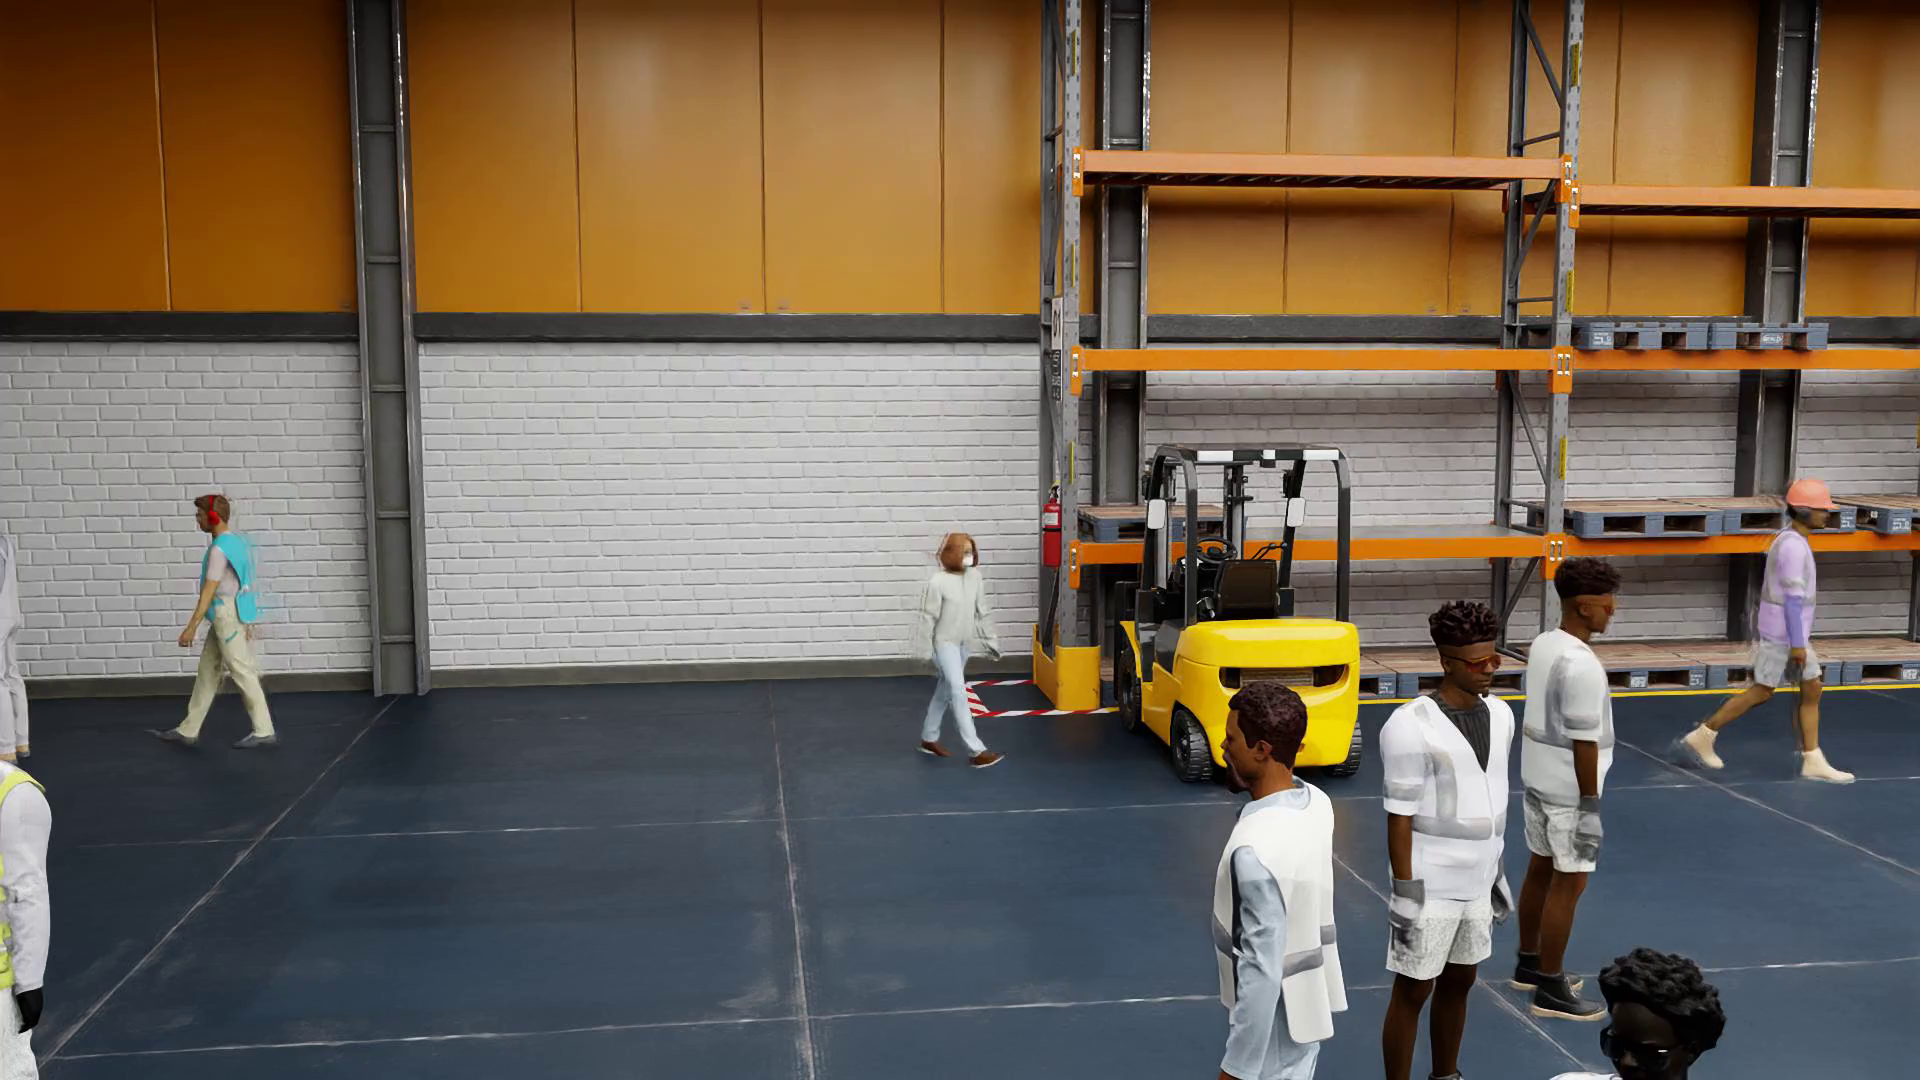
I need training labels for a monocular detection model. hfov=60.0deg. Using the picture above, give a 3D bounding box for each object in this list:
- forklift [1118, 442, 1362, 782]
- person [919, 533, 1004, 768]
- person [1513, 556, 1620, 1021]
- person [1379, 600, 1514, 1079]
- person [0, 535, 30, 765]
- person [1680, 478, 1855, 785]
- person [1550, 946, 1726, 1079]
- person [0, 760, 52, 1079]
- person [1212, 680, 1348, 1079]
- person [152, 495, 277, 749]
[{"bbox_3d":[1.912,0.418,11.496,1.214,2.155,2.313,-1,7,-8],"label":"forklift"},{"bbox_3d":[0.010,0.742,11.278,0.884,1.583,0.506,6,9,40],"label":"person"},{"bbox_3d":[2.587,1.036,7.098,0.361,1.963,0.638,0,7,0],"label":"person"},{"bbox_3d":[1.719,1.177,5.833,0.607,1.966,0.374,-4,8,-34],"label":"person"},{"bbox_3d":[-6.569,0.614,11.291,0.332,1.844,0.508,-1,7,-6],"label":"person"},{"bbox_3d":[5.327,0.580,10.923,0.994,2.008,0.599,4,8,32],"label":"person"},{"bbox_3d":[1.311,1.612,3.202,0.535,1.697,0.318,6,9,44],"label":"person"},{"bbox_3d":[-3.088,1.335,5.068,0.636,1.830,0.429,0,7,3],"label":"person"},{"bbox_3d":[0.864,1.340,4.621,0.392,1.920,0.592,3,7,23],"label":"person"},{"bbox_3d":[-5.251,0.589,11.667,0.836,1.806,0.572,-2,7,-19],"label":"person"}]
